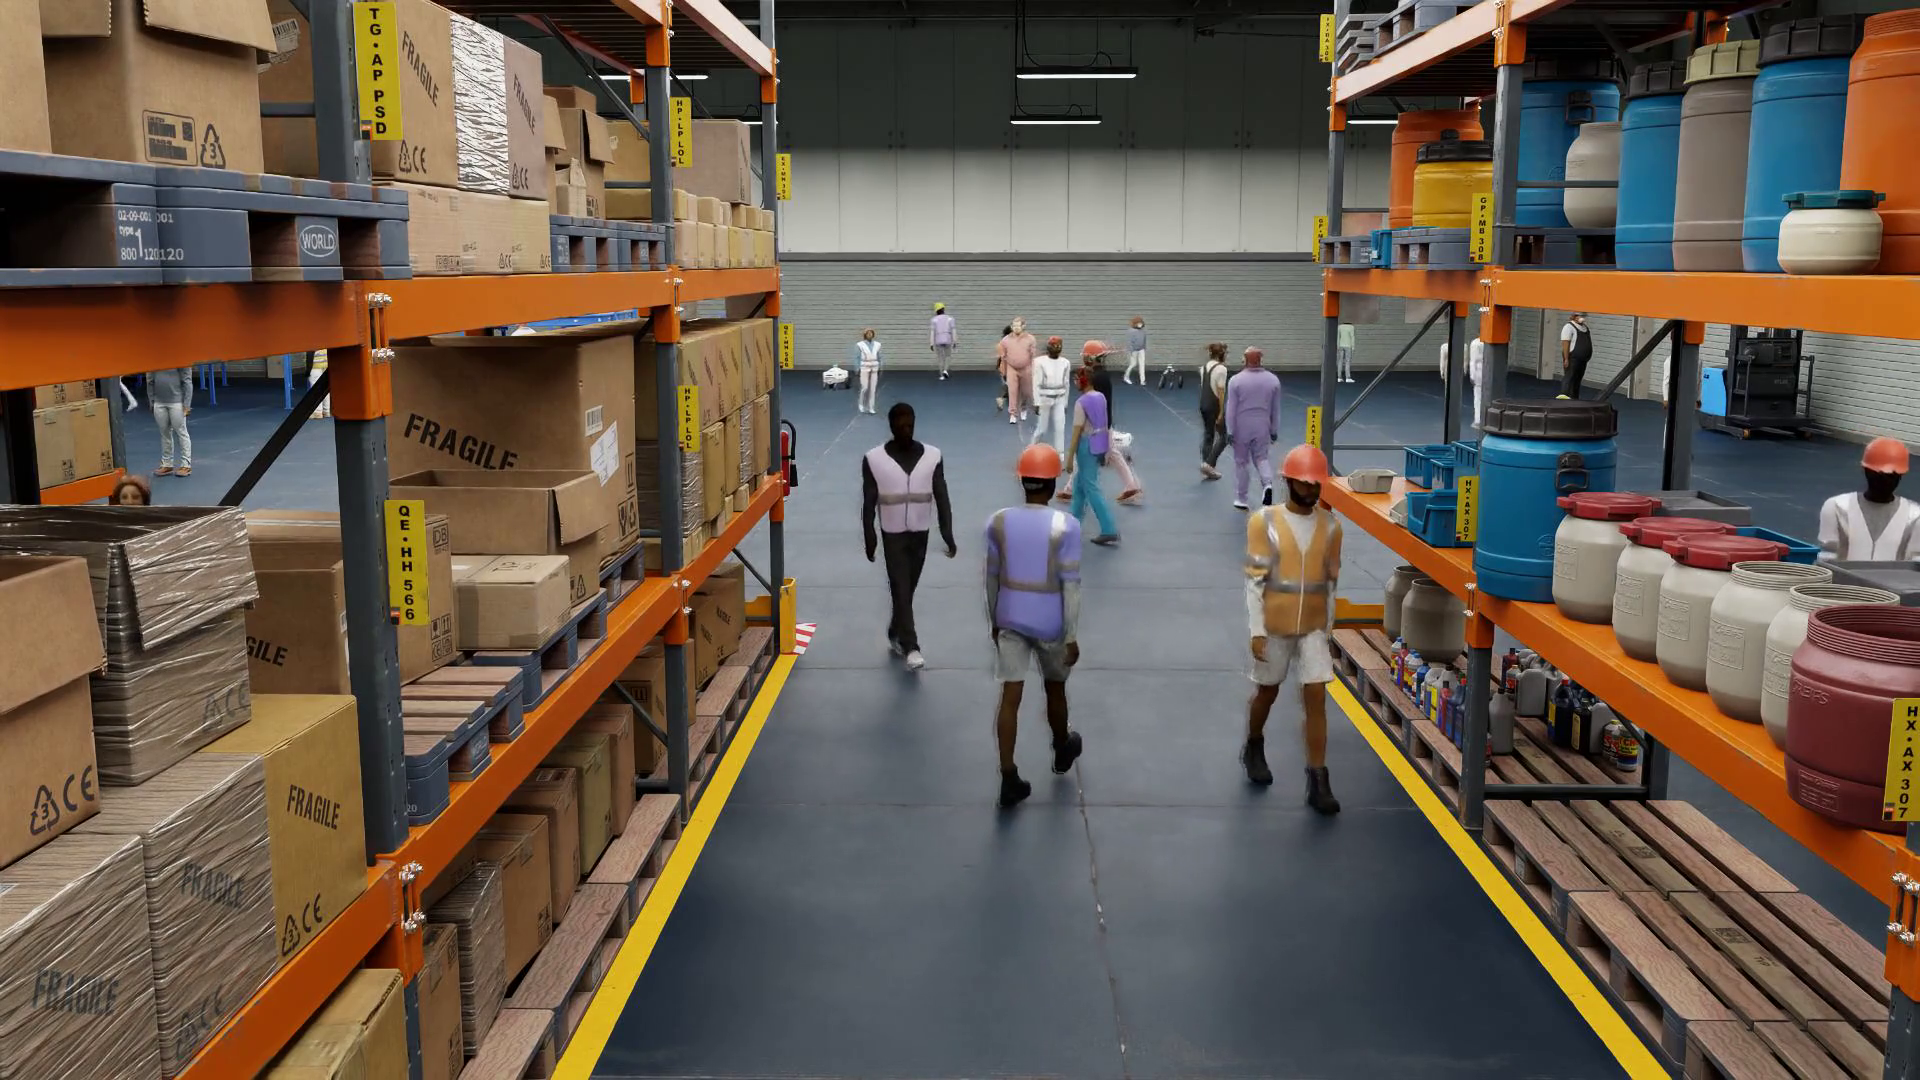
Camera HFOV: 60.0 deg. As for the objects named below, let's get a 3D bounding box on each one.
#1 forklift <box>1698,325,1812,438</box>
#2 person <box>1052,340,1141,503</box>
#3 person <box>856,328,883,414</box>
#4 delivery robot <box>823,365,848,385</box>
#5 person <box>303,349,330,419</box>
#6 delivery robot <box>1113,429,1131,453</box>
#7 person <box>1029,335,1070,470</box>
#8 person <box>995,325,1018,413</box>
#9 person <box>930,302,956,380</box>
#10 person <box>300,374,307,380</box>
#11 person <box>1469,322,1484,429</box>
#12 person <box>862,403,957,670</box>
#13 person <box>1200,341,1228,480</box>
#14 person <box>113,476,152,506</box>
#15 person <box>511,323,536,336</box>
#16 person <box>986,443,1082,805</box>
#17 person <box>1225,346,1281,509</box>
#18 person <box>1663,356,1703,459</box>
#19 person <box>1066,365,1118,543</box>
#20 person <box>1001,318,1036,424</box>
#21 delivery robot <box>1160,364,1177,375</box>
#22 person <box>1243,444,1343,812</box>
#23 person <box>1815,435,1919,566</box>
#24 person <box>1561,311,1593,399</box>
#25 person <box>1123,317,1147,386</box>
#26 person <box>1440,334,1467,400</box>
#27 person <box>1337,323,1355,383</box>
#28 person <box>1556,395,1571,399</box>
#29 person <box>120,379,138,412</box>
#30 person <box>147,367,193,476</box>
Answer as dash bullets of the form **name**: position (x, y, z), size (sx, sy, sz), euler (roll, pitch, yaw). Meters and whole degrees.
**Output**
- **forklift**: position (13.248, -3.165, 27.620), size (1.129, 2.768, 1.873), euler (0, 9, 1)
- **person**: position (1.657, -1.394, 19.711), size (1.063, 1.949, 0.609), euler (4, 10, 25)
- **person**: position (-1.701, -3.189, 31.399), size (0.516, 1.626, 0.370), euler (-4, 10, -24)
- **delivery robot**: position (-2.813, -3.717, 37.599), size (0.477, 0.478, 0.707), euler (3, 10, 19)
- **person**: position (-11.853, -3.163, 30.605), size (0.429, 1.838, 0.621), euler (2, 10, 11)
- **delivery robot**: position (2.097, -1.423, 23.858), size (0.707, 0.478, 0.477), euler (0, 10, -1)
- **person**: position (1.237, -1.925, 23.139), size (0.581, 1.858, 0.807), euler (-3, 10, -20)
- **person**: position (0.884, -3.223, 31.413), size (0.608, 1.677, 0.540), euler (-8, 13, -41)
- **person**: position (-0.414, -4.819, 40.316), size (0.617, 1.900, 0.437), euler (-1, 10, -6)
- **person**: position (-15.209, -4.686, 39.569), size (0.966, 1.885, 0.557), euler (0, 9, -1)
- **person**: position (9.034, -2.836, 28.551), size (0.596, 1.869, 0.596), euler (-1, 10, -5)
- **person**: position (-0.375, -0.044, 11.829), size (0.614, 1.865, 0.997), euler (-4, 10, -21)
- **person**: position (3.347, -1.697, 21.846), size (0.397, 1.825, 0.503), euler (-6, 11, -34)
- **person**: position (-4.925, 0.401, 9.996), size (0.534, 1.589, 0.901), euler (-3, 10, -15)
- **person**: position (-8.031, -3.195, 30.585), size (0.408, 1.908, 0.645), euler (5, 11, 27)
- **person**: position (0.420, 0.418, 8.999), size (0.565, 1.882, 0.975), euler (4, 10, 22)
- **person**: position (3.378, -1.285, 19.208), size (0.646, 1.890, 0.579), euler (-2, 10, -11)
- **person**: position (10.497, -2.081, 24.135), size (0.600, 1.830, 0.403), euler (-1, 10, -8)
- **person**: position (1.294, -0.870, 17.029), size (0.827, 1.823, 0.586), euler (5, 11, 27)
- **person**: position (1.050, -3.049, 29.810), size (0.642, 1.875, 0.870), euler (0, 9, 0)
- **delivery robot**: position (4.770, -3.885, 37.826), size (0.335, 0.223, 0.698), euler (4, 10, 22)
- **person**: position (1.773, 0.432, 8.867), size (0.550, 1.908, 0.845), euler (-1, 10, -8)
- **person**: position (4.998, 0.369, 9.186), size (0.570, 1.925, 0.615), euler (4, 10, 24)
- **person**: position (11.948, -3.503, 32.153), size (0.684, 2.000, 0.535), euler (-7, 12, -35)
- **person**: position (4.126, -4.434, 38.926), size (0.512, 1.598, 0.695), euler (-4, 10, -20)
- **person**: position (9.382, -3.224, 31.642), size (0.503, 1.607, 0.702), euler (4, 10, 20)
- **person**: position (9.220, -4.583, 39.713), size (0.279, 1.634, 0.499), euler (-8, 12, -40)
- **person**: position (4.960, -0.324, 13.808), size (0.528, 1.767, 0.329), euler (2, 10, 14)
- **person**: position (-16.217, -3.365, 31.811), size (0.852, 1.842, 0.546), euler (2, 10, 11)
- **person**: position (-10.582, -1.823, 22.273), size (0.638, 1.937, 0.357), euler (2, 10, 11)
